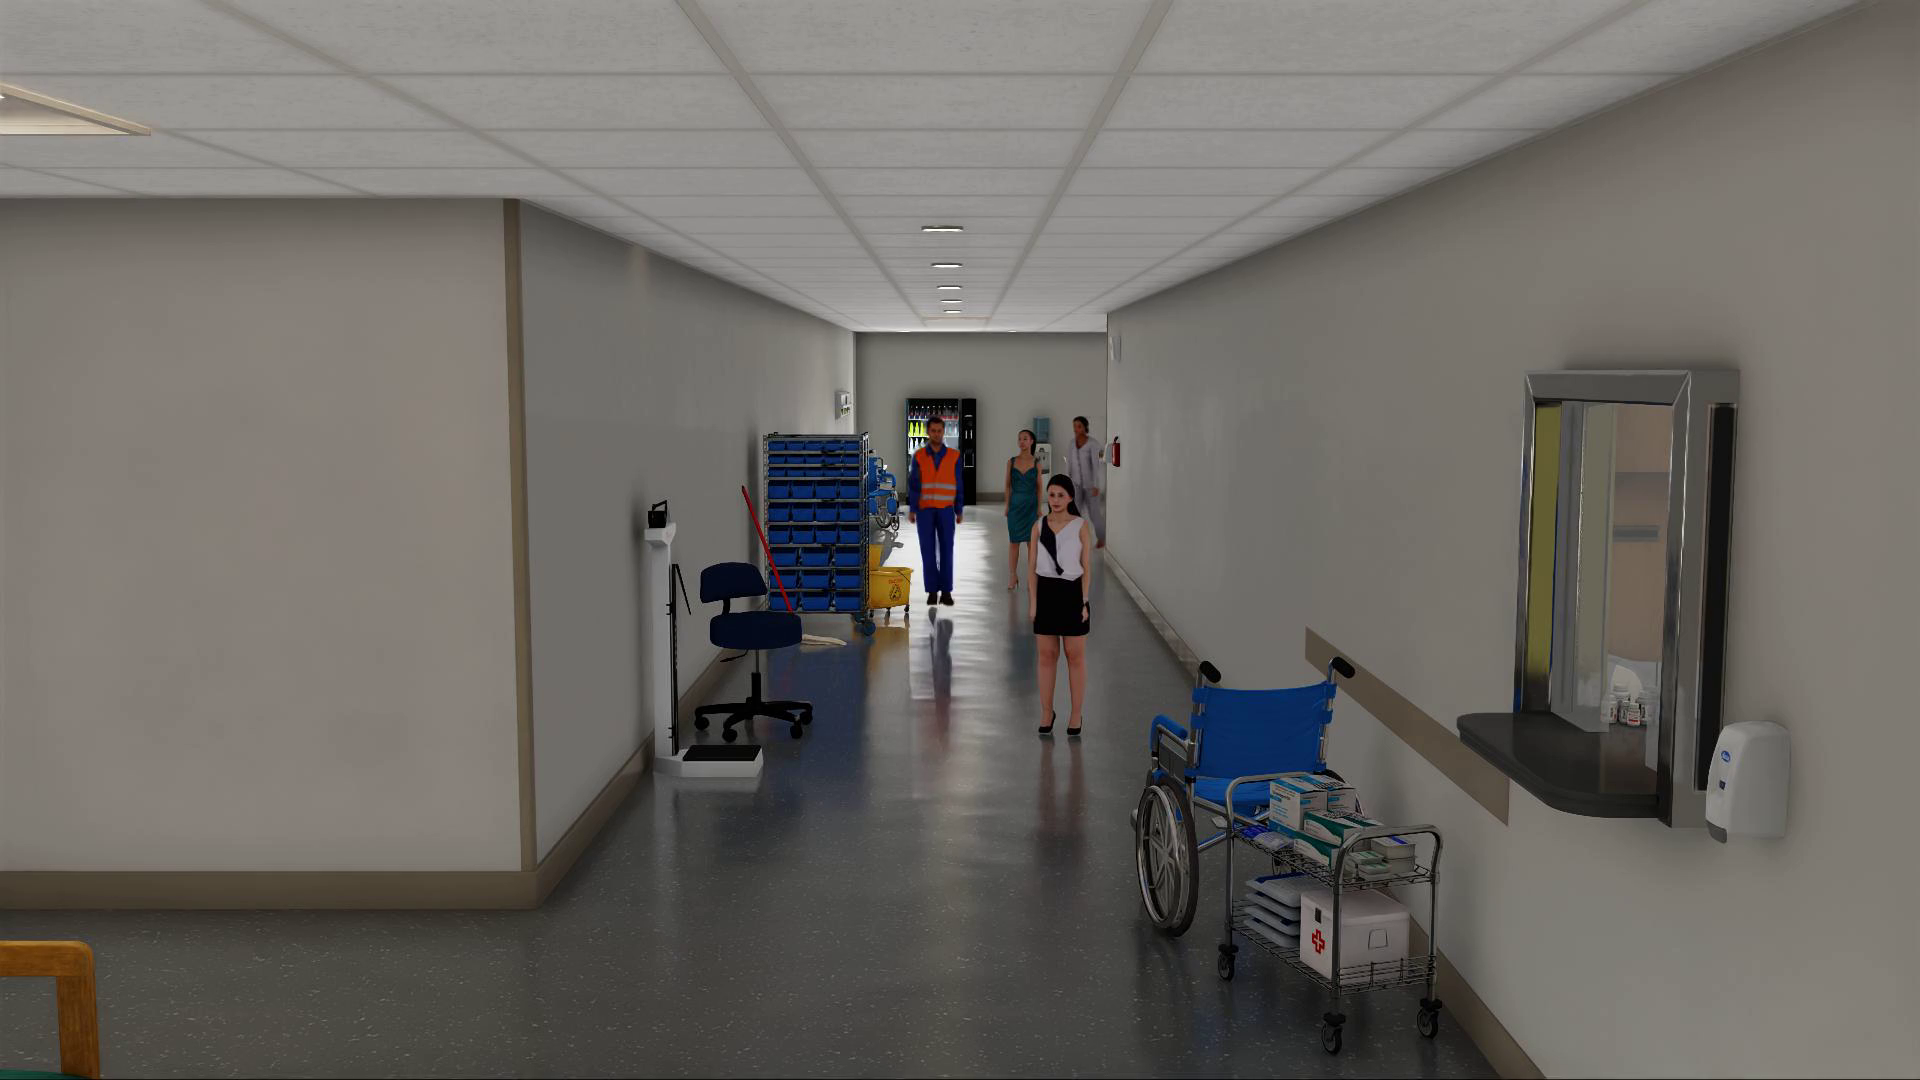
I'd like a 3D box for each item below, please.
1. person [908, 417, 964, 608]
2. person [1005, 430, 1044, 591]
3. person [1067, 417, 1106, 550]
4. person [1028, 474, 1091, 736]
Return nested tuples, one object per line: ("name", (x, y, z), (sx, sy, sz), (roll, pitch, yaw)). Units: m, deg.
("person", (-0.252, -0.266, 16.177), (0.762, 1.842, 0.764), (0, 6, -1))
("person", (0.674, -0.314, 17.425), (0.491, 1.685, 0.650), (1, 6, 13))
("person", (1.613, -0.689, 21.046), (1.092, 1.707, 1.006), (3, 7, 29))
("person", (0.641, 0.406, 10.459), (0.512, 1.648, 0.641), (1, 6, 12))
